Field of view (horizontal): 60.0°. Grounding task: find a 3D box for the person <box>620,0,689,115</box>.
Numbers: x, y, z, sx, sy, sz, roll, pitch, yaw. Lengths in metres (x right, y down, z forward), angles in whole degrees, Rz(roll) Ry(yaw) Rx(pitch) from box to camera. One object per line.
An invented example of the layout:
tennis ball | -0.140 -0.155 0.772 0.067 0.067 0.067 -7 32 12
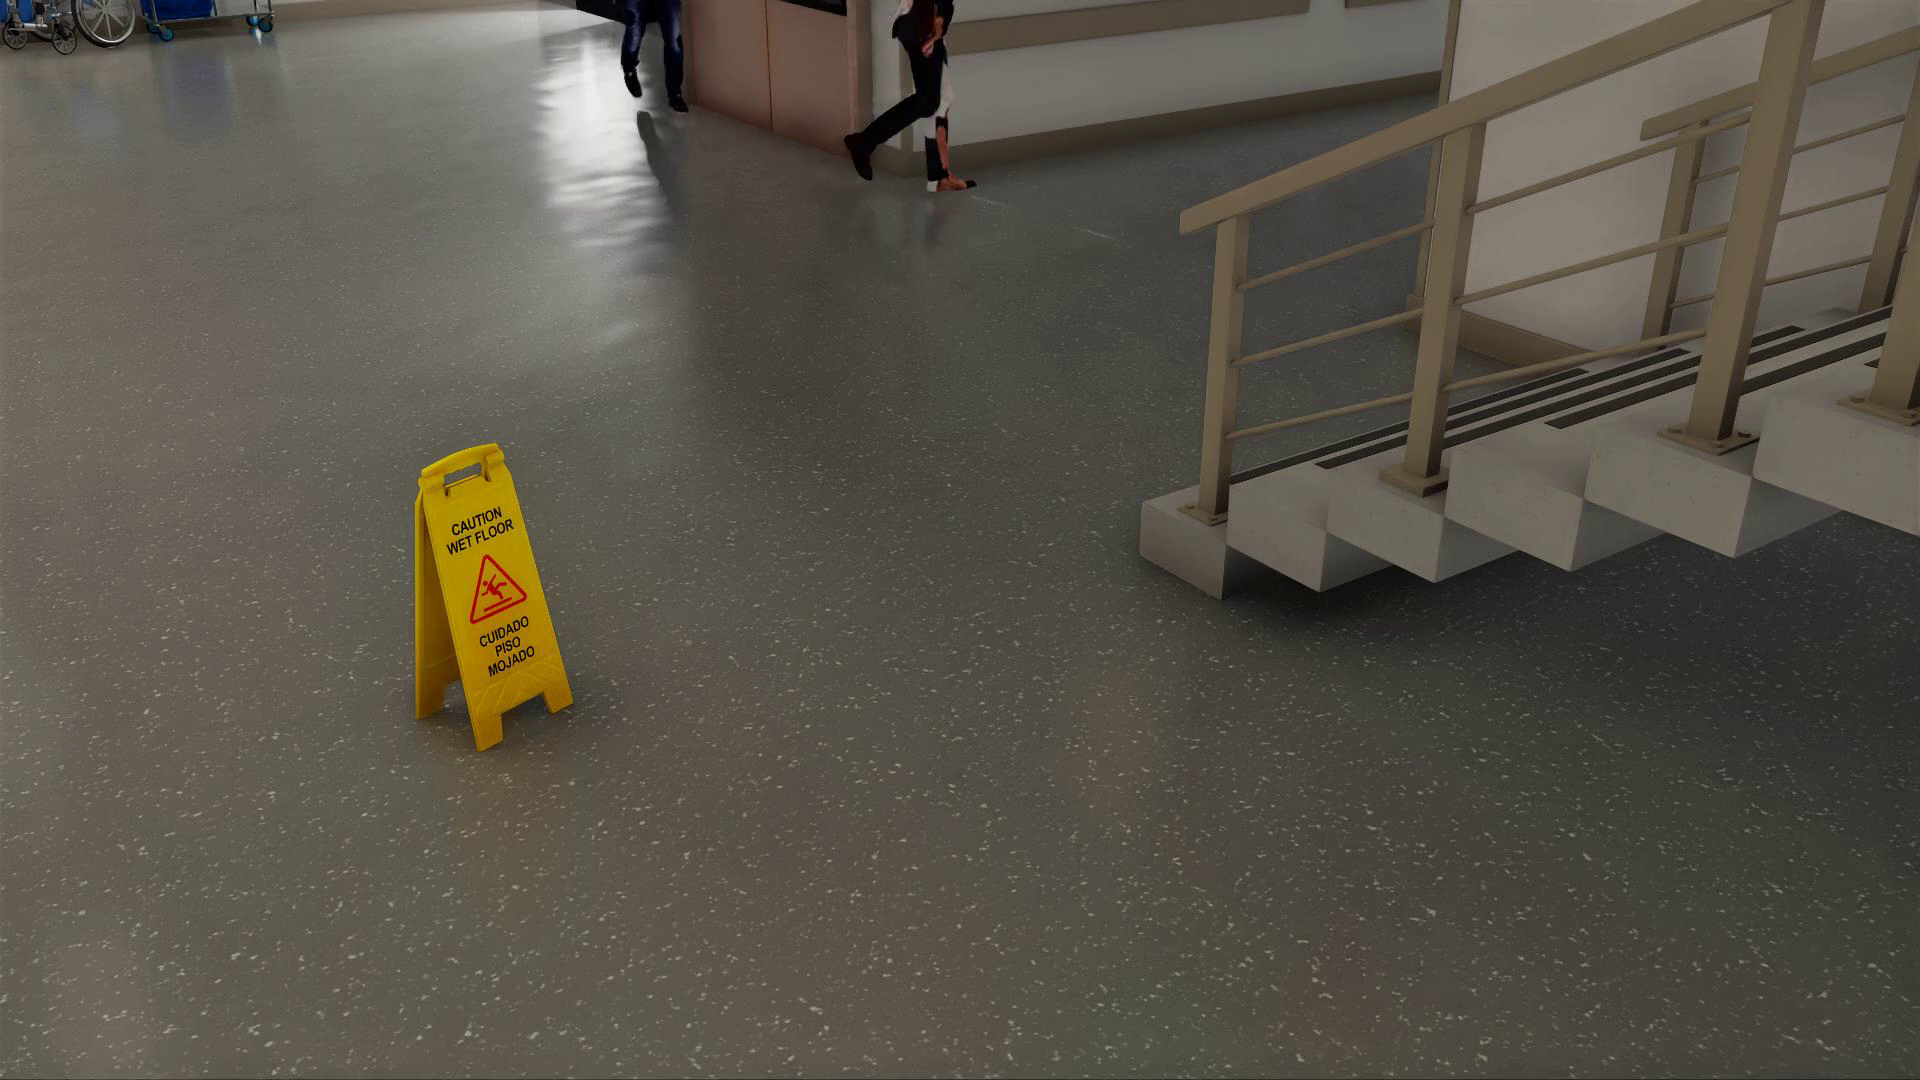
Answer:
person | -2.265 -3.996 11.905 0.818 1.790 1.198 -13 28 -24

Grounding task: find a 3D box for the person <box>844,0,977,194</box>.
person | -0.297 -2.919 9.595 1.100 1.857 1.101 1 26 2
